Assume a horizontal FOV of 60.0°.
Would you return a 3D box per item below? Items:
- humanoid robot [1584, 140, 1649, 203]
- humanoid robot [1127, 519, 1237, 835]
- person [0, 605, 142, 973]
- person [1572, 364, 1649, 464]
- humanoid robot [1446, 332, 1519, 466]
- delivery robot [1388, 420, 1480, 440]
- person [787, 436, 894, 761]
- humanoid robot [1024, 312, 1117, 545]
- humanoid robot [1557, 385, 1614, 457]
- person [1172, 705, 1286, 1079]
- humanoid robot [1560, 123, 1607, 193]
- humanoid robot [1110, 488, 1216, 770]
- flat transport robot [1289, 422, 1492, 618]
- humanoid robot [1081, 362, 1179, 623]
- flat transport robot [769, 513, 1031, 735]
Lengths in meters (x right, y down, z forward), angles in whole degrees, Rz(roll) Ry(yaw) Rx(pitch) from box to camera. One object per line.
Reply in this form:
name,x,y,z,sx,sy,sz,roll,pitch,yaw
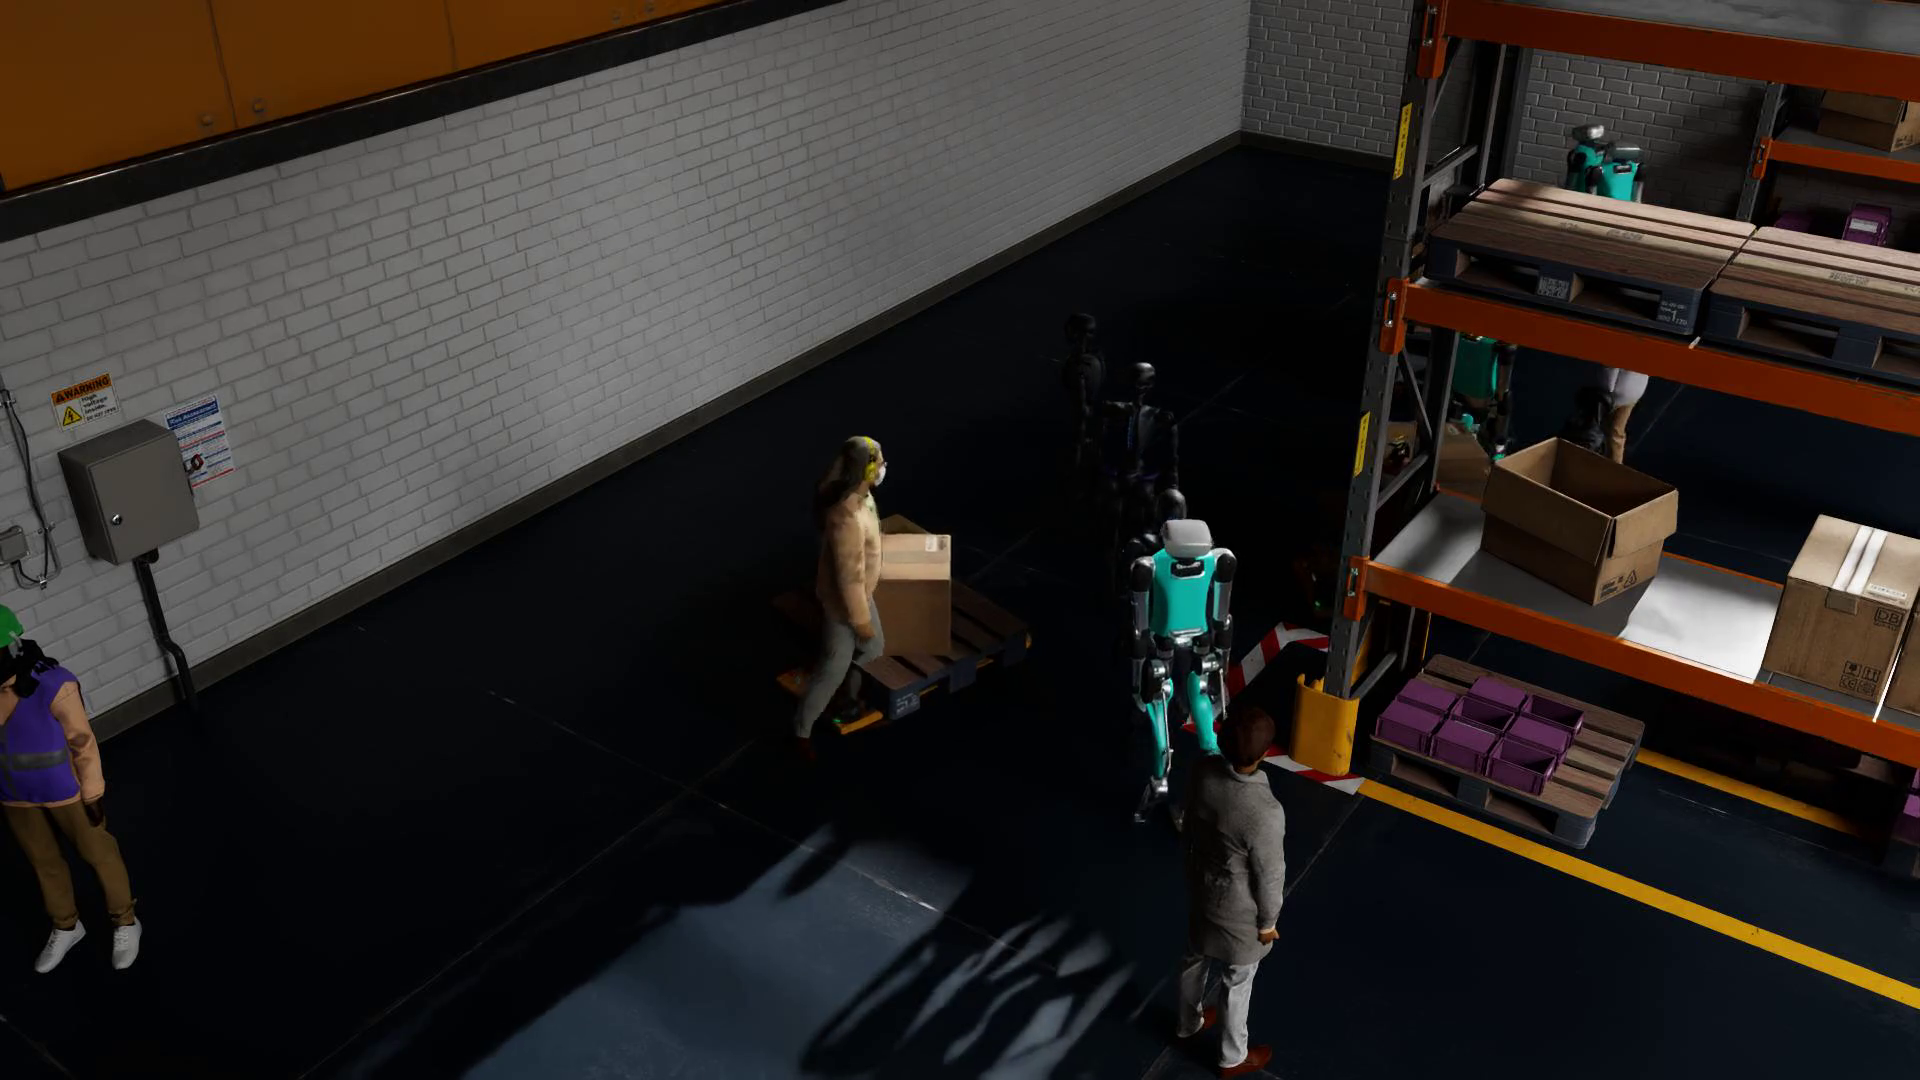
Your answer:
humanoid robot,5.392,-2.300,13.585,0.547,1.785,0.782,-7,31,-11
humanoid robot,1.121,0.799,8.194,0.540,1.813,0.663,-5,30,-8
person,-4.102,1.103,7.464,0.533,1.931,0.409,-1,30,-2
person,4.494,-1.067,11.424,0.575,1.724,0.412,-22,37,-33
humanoid robot,3.460,-0.780,10.953,0.725,1.801,0.539,-23,37,-34
delivery robot,3.390,-0.633,11.866,0.784,0.608,0.499,2,30,3
person,-0.680,0.305,8.951,0.573,1.834,0.651,4,30,7
humanoid robot,0.751,-0.700,10.874,0.648,1.641,0.608,3,30,6
humanoid robot,3.680,-0.172,9.934,0.497,1.649,0.614,10,31,16
person,1.135,1.467,6.928,0.365,1.836,0.505,-22,37,-33
humanoid robot,5.044,-2.686,14.342,0.568,1.893,0.767,-26,39,-37
humanoid robot,1.097,0.492,8.776,0.592,1.651,0.390,-1,30,-2
flat transport robot,2.897,0.232,10.637,1.431,0.231,0.659,-2,30,-4
humanoid robot,1.029,-0.288,10.137,0.610,1.635,0.473,10,31,16
flat transport robot,-0.322,0.681,9.858,1.431,0.231,0.659,-23,37,-34
